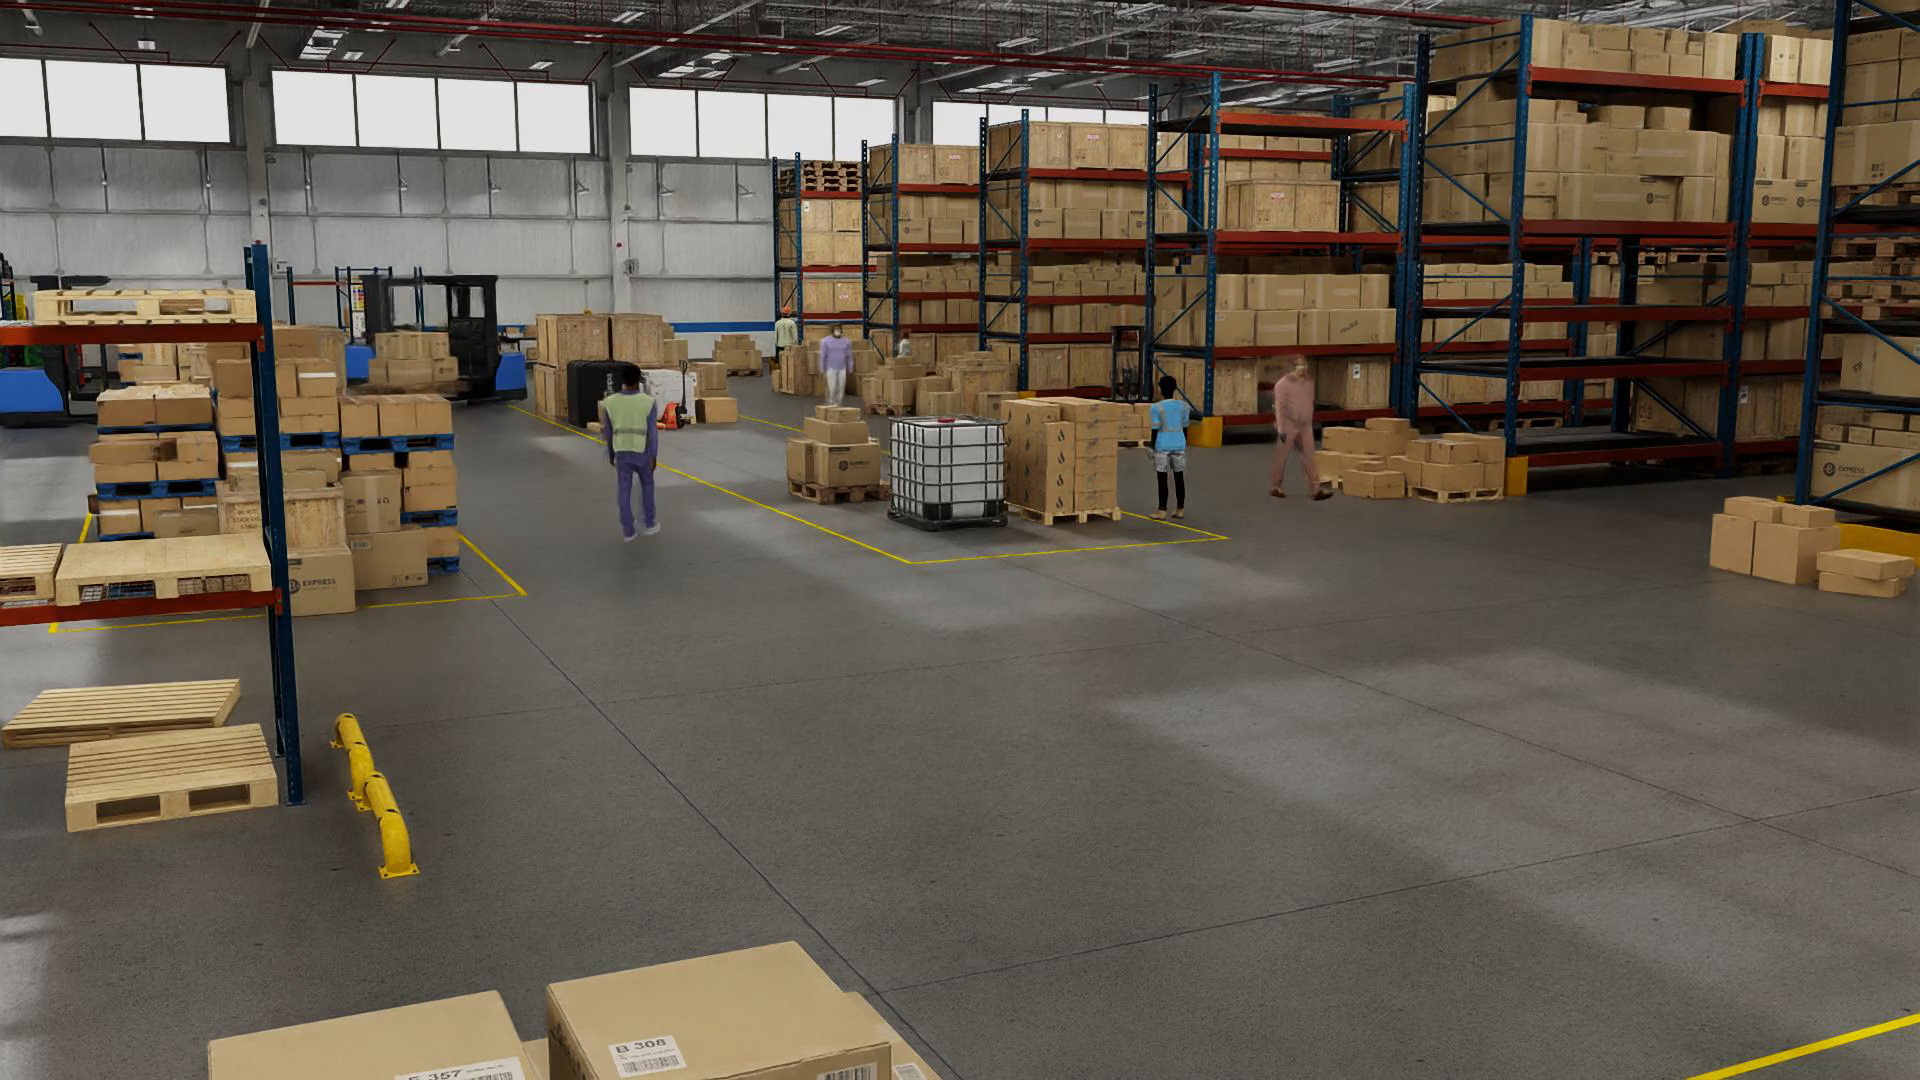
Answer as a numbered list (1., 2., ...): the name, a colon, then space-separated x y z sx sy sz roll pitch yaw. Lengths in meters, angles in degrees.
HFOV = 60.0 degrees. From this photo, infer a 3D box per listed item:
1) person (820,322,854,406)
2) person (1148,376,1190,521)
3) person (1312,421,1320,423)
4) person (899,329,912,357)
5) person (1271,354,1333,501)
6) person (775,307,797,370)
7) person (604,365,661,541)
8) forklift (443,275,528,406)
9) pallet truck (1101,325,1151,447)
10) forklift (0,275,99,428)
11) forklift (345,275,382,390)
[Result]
1. person: -2.371 -3.293 32.496 0.655 1.914 0.803 -3 10 -18
2. person: 2.429 -1.065 19.371 0.530 1.692 0.321 -4 10 -25
3. person: 6.923 -3.214 31.892 0.484 1.951 0.627 -6 11 -32
4. person: -1.247 -4.069 38.303 0.857 1.589 0.534 -3 10 -18
5. person: 4.289 -1.416 21.058 0.663 1.853 0.990 -5 10 -28
6. person: -4.513 -5.066 43.260 0.612 1.995 0.377 3 10 18
7. person: -3.547 -0.961 18.138 0.595 1.889 0.851 0 9 1
8. forklift: -10.511 -4.400 36.385 1.129 2.768 1.873 5 10 26
9. pallet truck: 2.881 -2.596 27.923 0.823 1.965 1.885 -1 9 -7
10. forklift: -17.011 -3.559 31.168 1.873 2.768 1.129 -4 10 -25
11. forklift: -14.472 -5.135 40.949 1.873 2.768 1.129 -4 10 -25
